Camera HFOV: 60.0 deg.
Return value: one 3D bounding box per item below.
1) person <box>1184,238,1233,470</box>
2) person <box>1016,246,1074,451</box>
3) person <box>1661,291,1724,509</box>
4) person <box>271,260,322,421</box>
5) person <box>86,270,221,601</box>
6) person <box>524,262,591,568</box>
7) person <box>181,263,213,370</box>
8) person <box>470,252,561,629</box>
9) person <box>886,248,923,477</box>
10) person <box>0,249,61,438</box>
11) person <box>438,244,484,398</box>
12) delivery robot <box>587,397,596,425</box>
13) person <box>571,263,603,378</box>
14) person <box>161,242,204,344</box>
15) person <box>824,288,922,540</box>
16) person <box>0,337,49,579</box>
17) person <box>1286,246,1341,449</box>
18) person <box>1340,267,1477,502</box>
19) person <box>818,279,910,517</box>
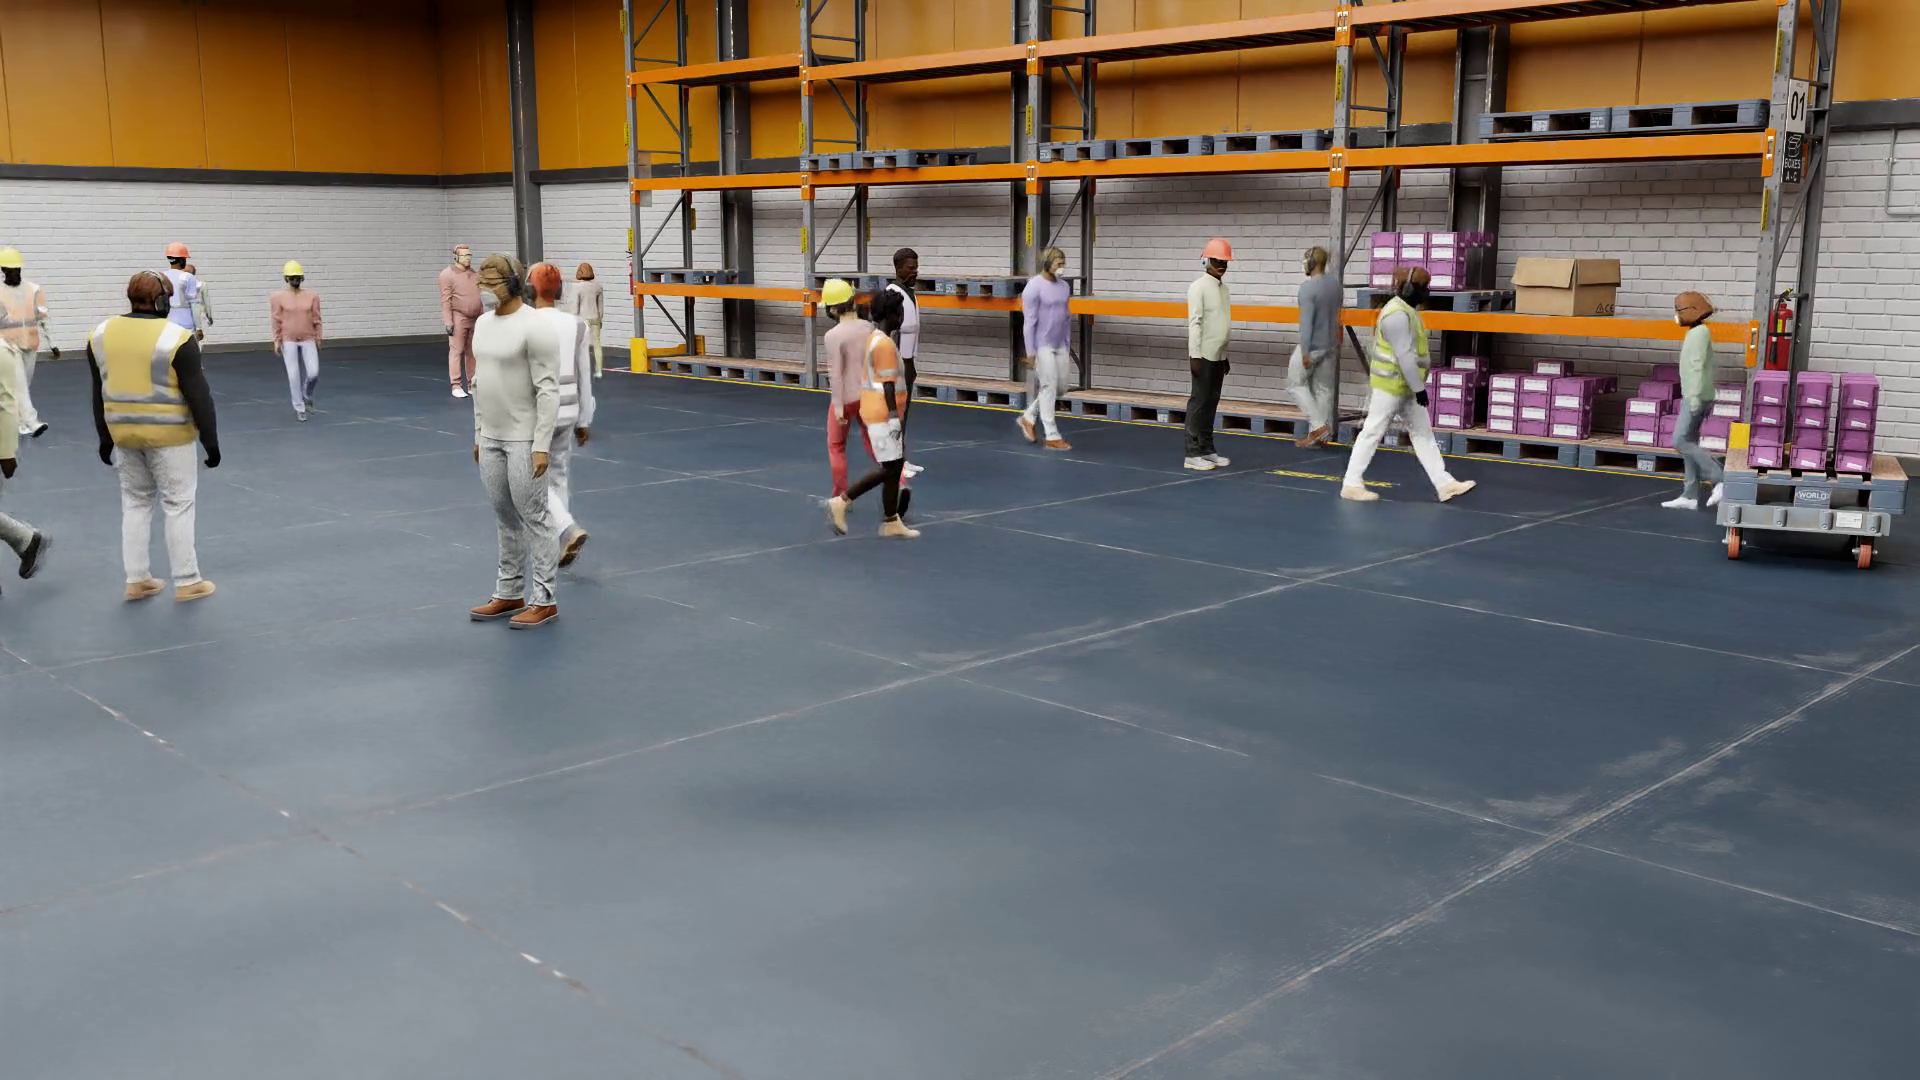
[{"bbox_3d":[2.185,-1.612,14.464,0.391,1.990,0.621,7,13,34],"label":"person"},{"bbox_3d":[0.796,-1.815,15.776,0.671,1.920,0.648,9,14,40],"label":"person"},{"bbox_3d":[5.439,-1.019,12.256,0.438,1.612,0.539,5,11,23],"label":"person"},{"bbox_3d":[-7.244,-2.174,18.186,0.531,1.754,0.431,-6,12,-31],"label":"person"},{"bbox_3d":[-4.411,-0.556,9.152,0.661,1.833,0.453,1,10,8],"label":"person"},{"bbox_3d":[-2.452,-0.730,10.004,0.607,1.867,0.590,9,14,42],"label":"person"},{"bbox_3d":[-11.385,-3.292,24.643,0.515,1.616,0.698,-1,10,-5],"label":"person"},{"bbox_3d":[-2.312,-0.511,8.616,0.627,1.937,0.370,8,13,39],"label":"person"},{"bbox_3d":[-0.512,-1.501,14.065,0.383,1.916,0.591,2,11,12],"label":"person"},{"bbox_3d":[-9.398,-1.962,16.691,0.971,1.880,0.592,7,13,34],"label":"person"},{"bbox_3d":[-6.210,-2.749,20.903,0.409,1.909,0.641,6,12,30],"label":"person"},{"bbox_3d":[-3.970,-1.298,16.421,0.707,0.478,0.477,-5,12,-25],"label":"delivery robot"},{"bbox_3d":[-5.274,-3.100,23.560,0.500,1.633,0.282,-10,14,-44],"label":"person"},{"bbox_3d":[-9.295,-2.577,19.875,0.551,1.936,0.356,2,11,12],"label":"person"},{"bbox_3d":[-0.567,-0.811,10.938,0.564,1.677,0.540,-1,10,-5],"label":"person"},{"bbox_3d":[-5.403,-0.563,9.212,0.595,1.818,0.646,5,11,24],"label":"person"},{"bbox_3d":[3.335,-1.803,15.701,0.632,1.920,0.428,-10,14,-43],"label":"person"},{"bbox_3d":[3.367,-1.153,12.524,1.004,1.779,0.623,6,12,29],"label":"person"},{"bbox_3d":[-0.725,-1.004,11.884,0.812,1.719,0.539,10,14,44],"label":"person"}]
